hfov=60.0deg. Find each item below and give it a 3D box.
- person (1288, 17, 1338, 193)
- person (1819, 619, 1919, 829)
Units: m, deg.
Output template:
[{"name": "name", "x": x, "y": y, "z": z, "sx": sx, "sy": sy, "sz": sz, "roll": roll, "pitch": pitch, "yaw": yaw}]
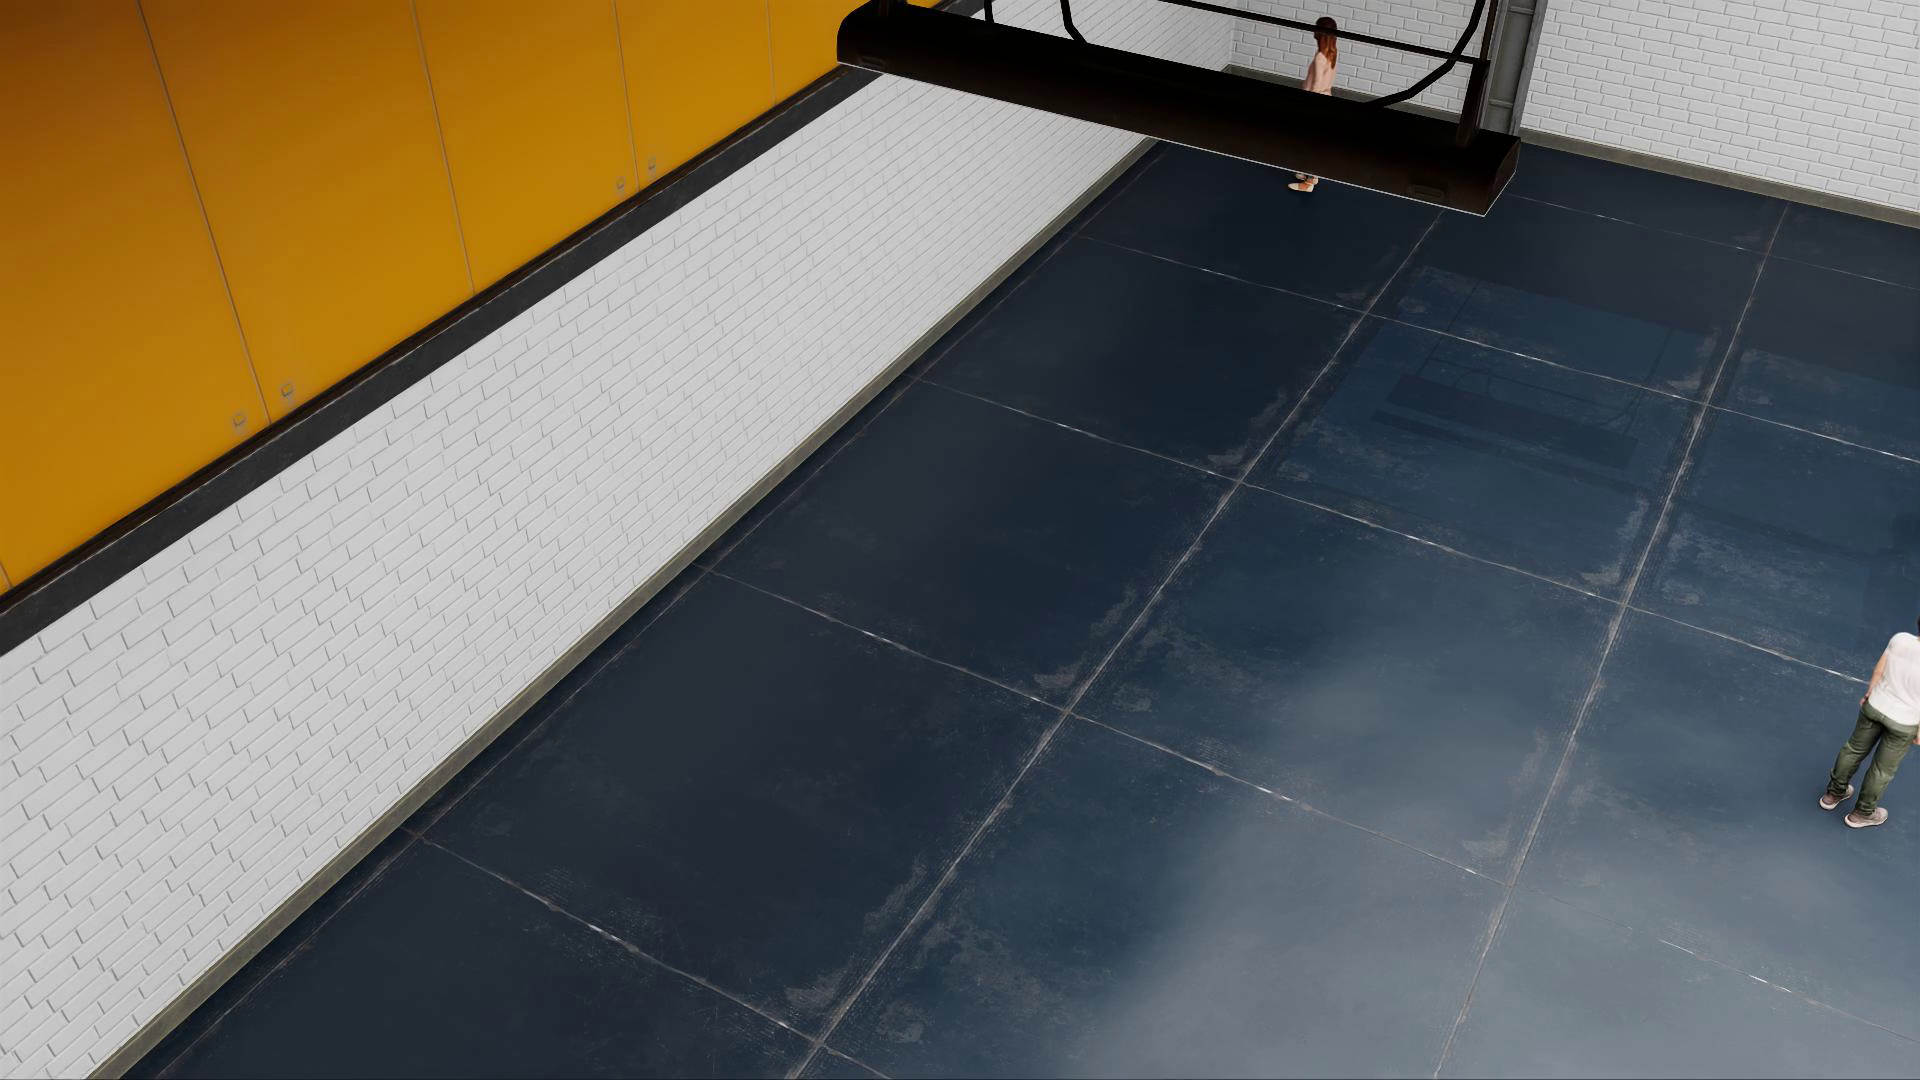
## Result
[{"name": "person", "x": 3.578, "y": -4.364, "z": 16.677, "sx": 0.525, "sy": 1.792, "sz": 0.601, "roll": 17, "pitch": 42, "yaw": 20}, {"name": "person", "x": 5.613, "y": 1.048, "z": 10.011, "sx": 0.728, "sy": 1.653, "sz": 0.631, "roll": -18, "pitch": 42, "yaw": -21}]
